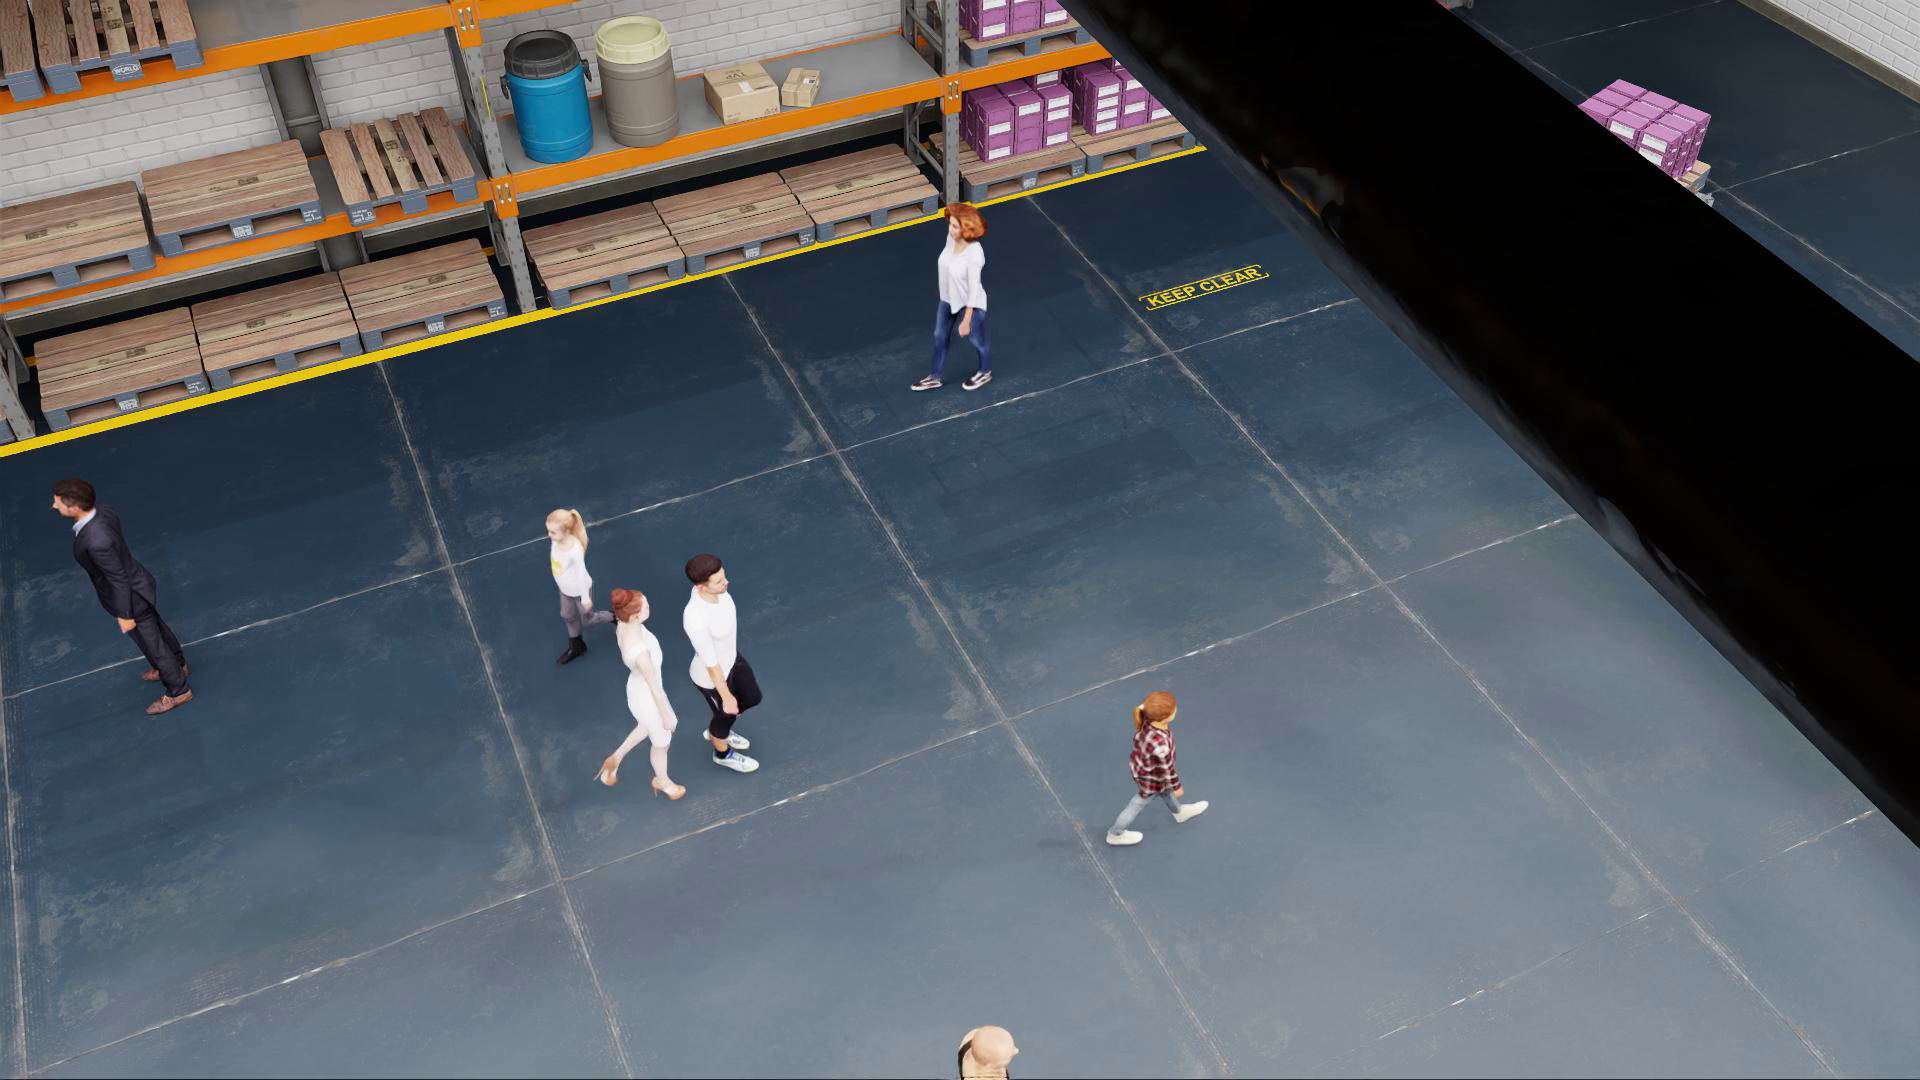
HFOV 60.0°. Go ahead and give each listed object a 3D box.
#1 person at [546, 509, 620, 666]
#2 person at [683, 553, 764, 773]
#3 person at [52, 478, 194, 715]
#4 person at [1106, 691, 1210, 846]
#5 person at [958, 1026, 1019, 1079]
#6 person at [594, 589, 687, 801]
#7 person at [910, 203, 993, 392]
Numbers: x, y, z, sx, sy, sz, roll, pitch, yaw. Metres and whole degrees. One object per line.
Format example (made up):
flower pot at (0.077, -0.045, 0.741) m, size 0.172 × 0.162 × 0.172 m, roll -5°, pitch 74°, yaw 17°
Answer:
person at (-2.488, 0.282, 10.992) m, size 0.853 × 1.264 × 0.653 m, roll -33°, pitch 53°, yaw -30°
person at (-1.545, 0.760, 10.075) m, size 0.840 × 1.837 × 0.798 m, roll 9°, pitch 44°, yaw 9°
person at (-5.278, 0.332, 10.502) m, size 0.561 × 1.868 × 0.626 m, roll -18°, pitch 46°, yaw -18°
person at (1.069, 1.384, 9.829) m, size 0.943 × 1.272 × 0.703 m, roll -5°, pitch 44°, yaw -5°
person at (0.008, 2.835, 7.935) m, size 1.125 × 1.784 × 0.912 m, roll -4°, pitch 44°, yaw -4°
person at (-1.952, 0.970, 9.897) m, size 0.822 × 1.779 × 0.670 m, roll -10°, pitch 44°, yaw -10°
person at (0.116, -1.899, 12.971) m, size 0.945 × 1.693 × 0.742 m, roll -25°, pitch 49°, yaw -24°
